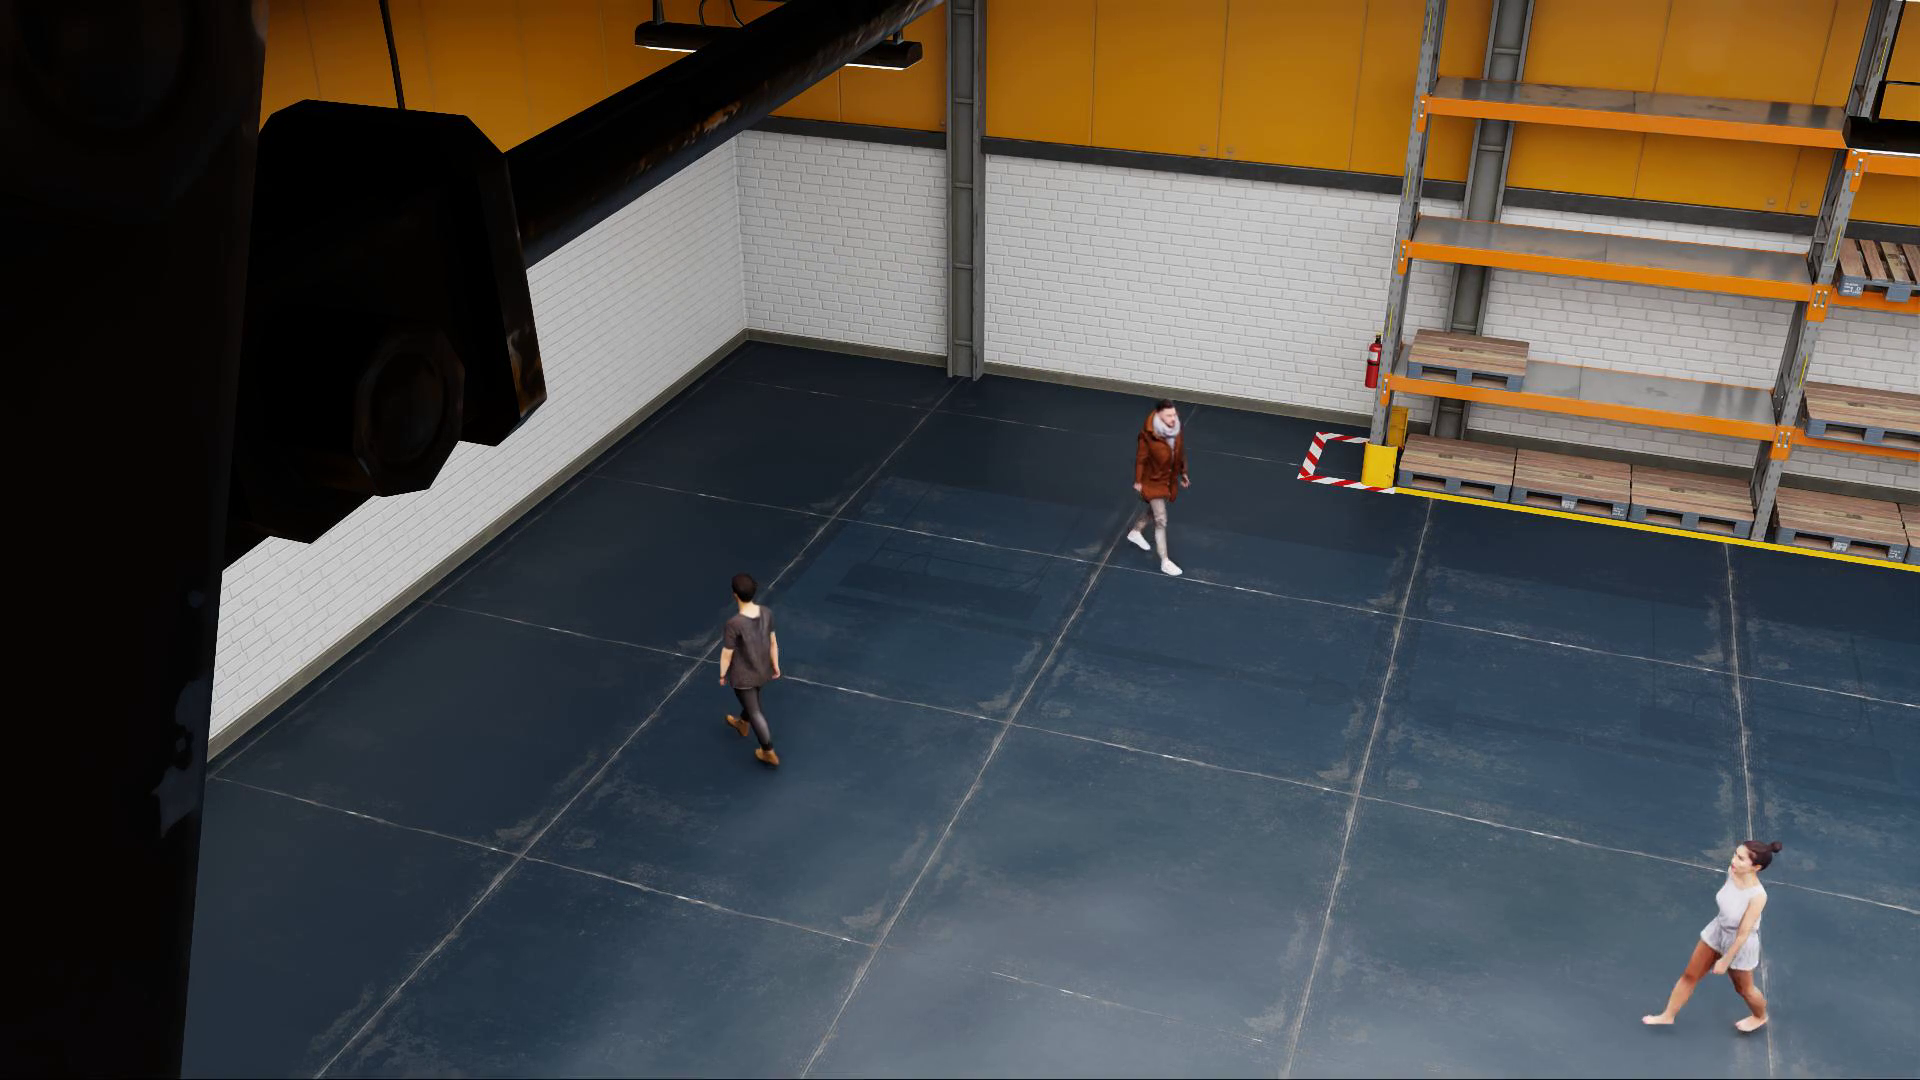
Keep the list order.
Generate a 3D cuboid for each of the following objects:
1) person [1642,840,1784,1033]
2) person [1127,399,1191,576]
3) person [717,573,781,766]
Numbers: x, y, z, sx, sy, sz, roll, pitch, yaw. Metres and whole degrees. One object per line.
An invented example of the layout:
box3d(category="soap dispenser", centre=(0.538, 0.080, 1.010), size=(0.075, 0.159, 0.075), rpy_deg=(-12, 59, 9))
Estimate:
box3d(category="person", centre=(5.153, 2.650, 10.931), size=(1.133, 1.569, 0.896), rpy_deg=(-4, 29, -7))
box3d(category="person", centre=(1.936, -0.601, 16.656), size=(1.048, 1.795, 1.240), rpy_deg=(-22, 36, -35))
box3d(category="person", centre=(-1.683, 1.096, 13.667), size=(0.941, 1.677, 1.145), rpy_deg=(-24, 36, -36))
